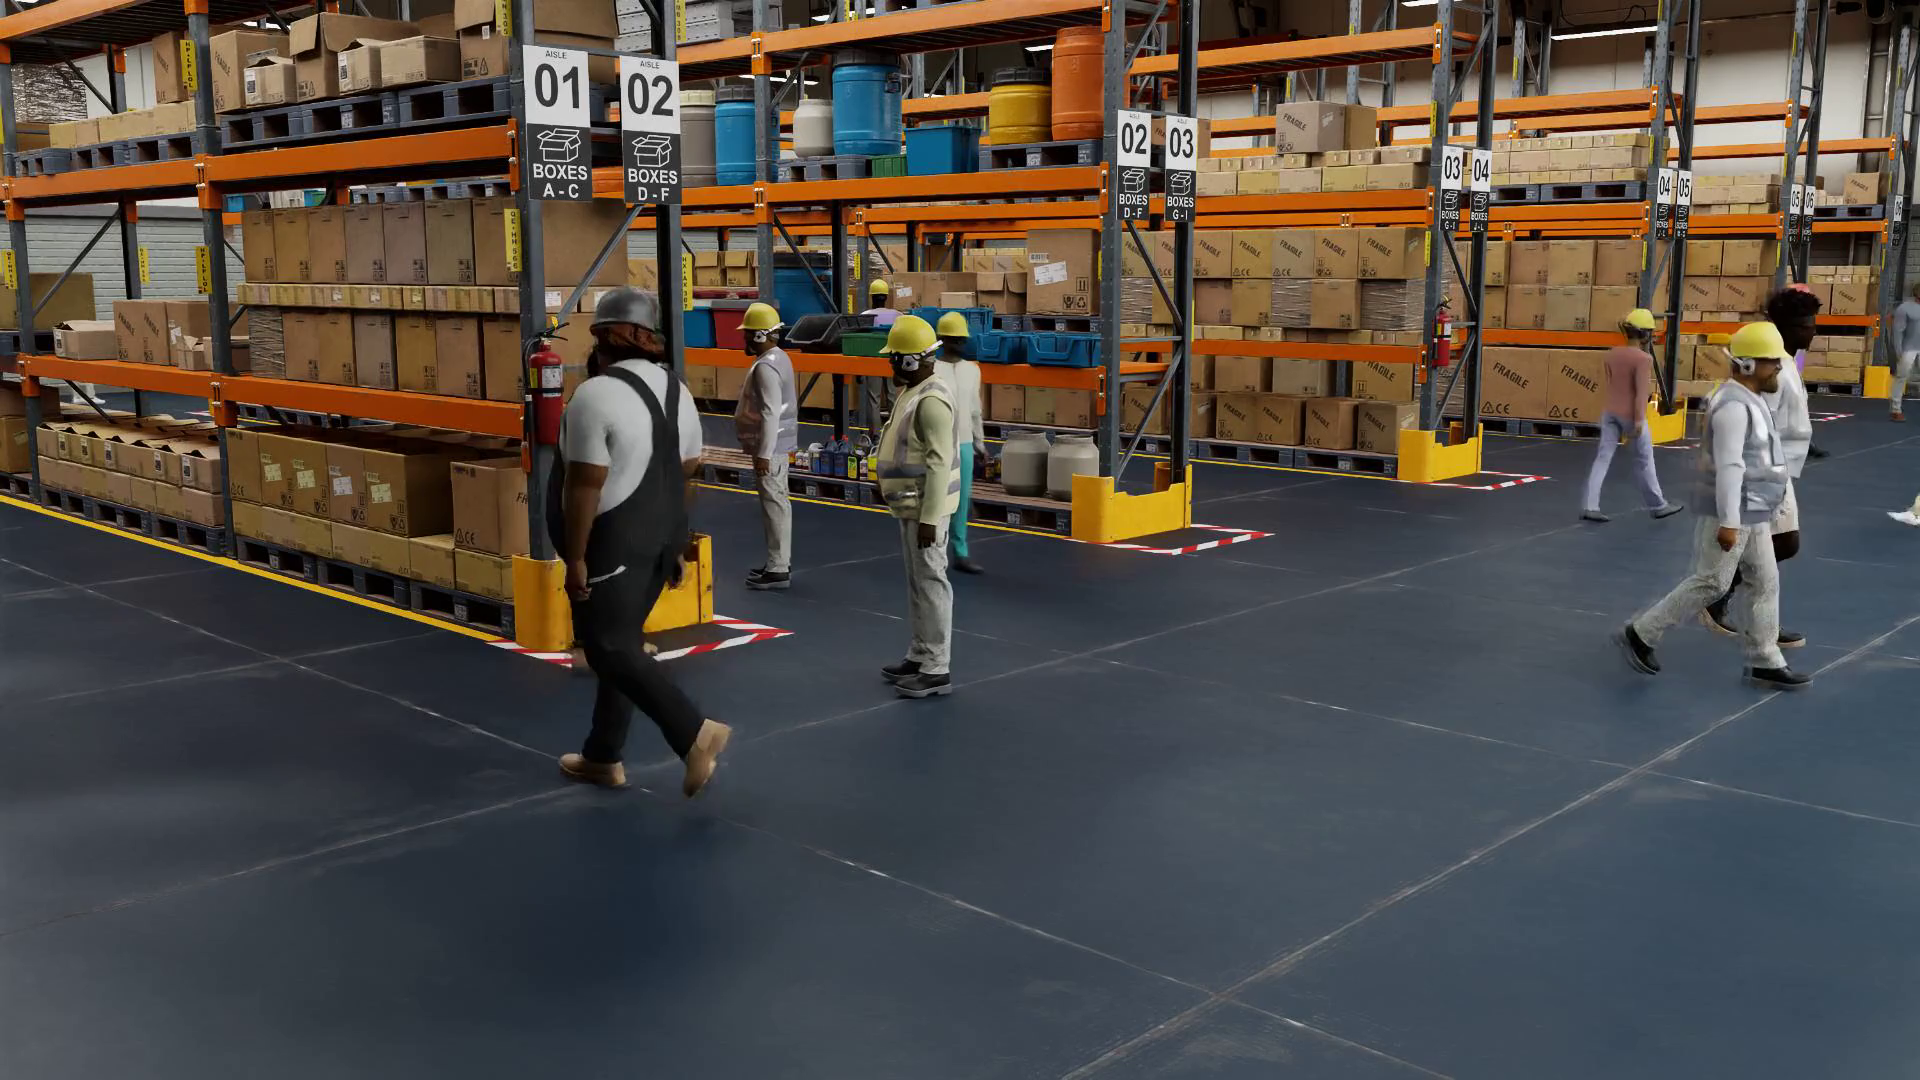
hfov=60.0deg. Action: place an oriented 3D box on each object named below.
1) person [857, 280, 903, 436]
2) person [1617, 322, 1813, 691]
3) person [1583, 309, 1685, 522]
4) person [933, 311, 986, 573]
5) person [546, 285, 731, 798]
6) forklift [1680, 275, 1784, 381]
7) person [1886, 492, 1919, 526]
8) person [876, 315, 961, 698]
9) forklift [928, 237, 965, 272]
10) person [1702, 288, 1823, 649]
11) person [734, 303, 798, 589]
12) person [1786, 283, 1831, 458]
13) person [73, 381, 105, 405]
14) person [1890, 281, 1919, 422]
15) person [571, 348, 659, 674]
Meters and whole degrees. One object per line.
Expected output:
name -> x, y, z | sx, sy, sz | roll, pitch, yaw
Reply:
person -> -0.900, -1.958, 18.734 | 0.585, 1.927, 0.366 | -5, 10, -26
person -> 3.761, -0.175, 8.200 | 0.842, 1.806, 0.602 | 6, 11, 33
person -> 5.476, -1.005, 13.514 | 0.888, 1.721, 0.540 | -3, 10, -19
person -> -0.064, -0.647, 11.192 | 0.534, 1.767, 0.318 | -7, 11, -35
person -> -1.230, 0.005, 6.482 | 0.834, 2.000, 0.685 | 4, 10, 25
forklift -> 12.480, -3.427, 27.053 | 1.214, 2.155, 2.313 | 9, 13, 43
person -> 7.755, -0.870, 13.047 | 0.735, 1.603, 0.525 | 1, 9, 4
person -> -0.202, -0.168, 8.058 | 0.404, 1.829, 0.591 | -2, 9, -11
forklift -> -0.326, -5.817, 39.609 | 1.129, 2.768, 1.873 | 9, 13, 43
person -> 4.369, -0.382, 9.014 | 0.470, 1.951, 0.604 | 5, 11, 30
person -> -1.254, -0.613, 10.775 | 0.403, 1.832, 0.594 | 0, 9, 1
person -> 9.031, -1.853, 18.184 | 0.933, 1.904, 0.556 | 7, 12, 37
person -> -13.367, -2.998, 25.328 | 0.532, 1.862, 0.339 | 4, 10, 22
person -> 12.756, -2.496, 22.121 | 0.658, 1.893, 0.954 | 0, 9, -1
person -> -1.760, -0.170, 8.525 | 0.601, 1.669, 0.580 | -3, 10, -19
